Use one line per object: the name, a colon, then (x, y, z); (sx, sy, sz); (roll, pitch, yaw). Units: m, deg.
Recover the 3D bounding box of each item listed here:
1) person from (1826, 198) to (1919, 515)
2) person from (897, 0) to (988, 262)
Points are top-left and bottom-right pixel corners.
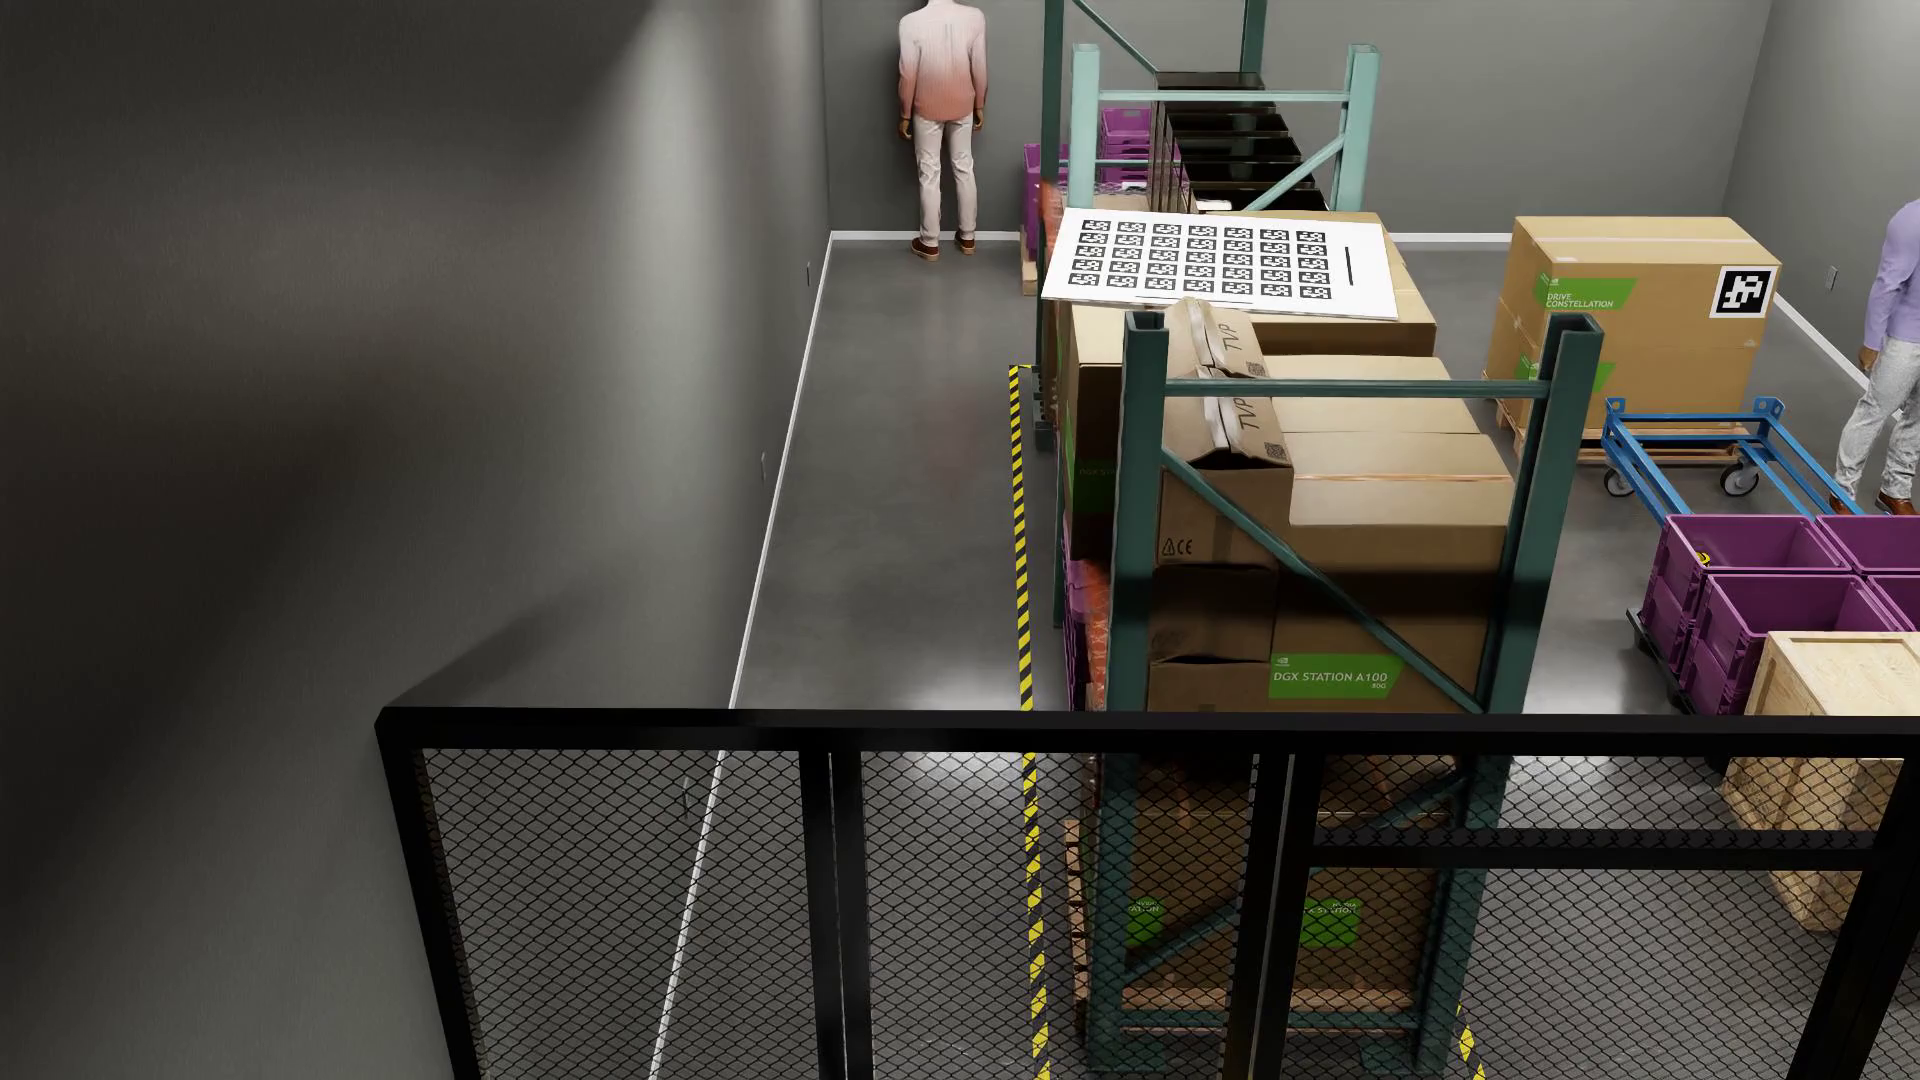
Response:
person: (4.525, -0.941, 7.778); (0.635, 1.938, 0.360); (-1, 31, -2)
person: (-0.125, -2.825, 10.854); (0.623, 1.992, 0.397); (-13, 33, -20)
